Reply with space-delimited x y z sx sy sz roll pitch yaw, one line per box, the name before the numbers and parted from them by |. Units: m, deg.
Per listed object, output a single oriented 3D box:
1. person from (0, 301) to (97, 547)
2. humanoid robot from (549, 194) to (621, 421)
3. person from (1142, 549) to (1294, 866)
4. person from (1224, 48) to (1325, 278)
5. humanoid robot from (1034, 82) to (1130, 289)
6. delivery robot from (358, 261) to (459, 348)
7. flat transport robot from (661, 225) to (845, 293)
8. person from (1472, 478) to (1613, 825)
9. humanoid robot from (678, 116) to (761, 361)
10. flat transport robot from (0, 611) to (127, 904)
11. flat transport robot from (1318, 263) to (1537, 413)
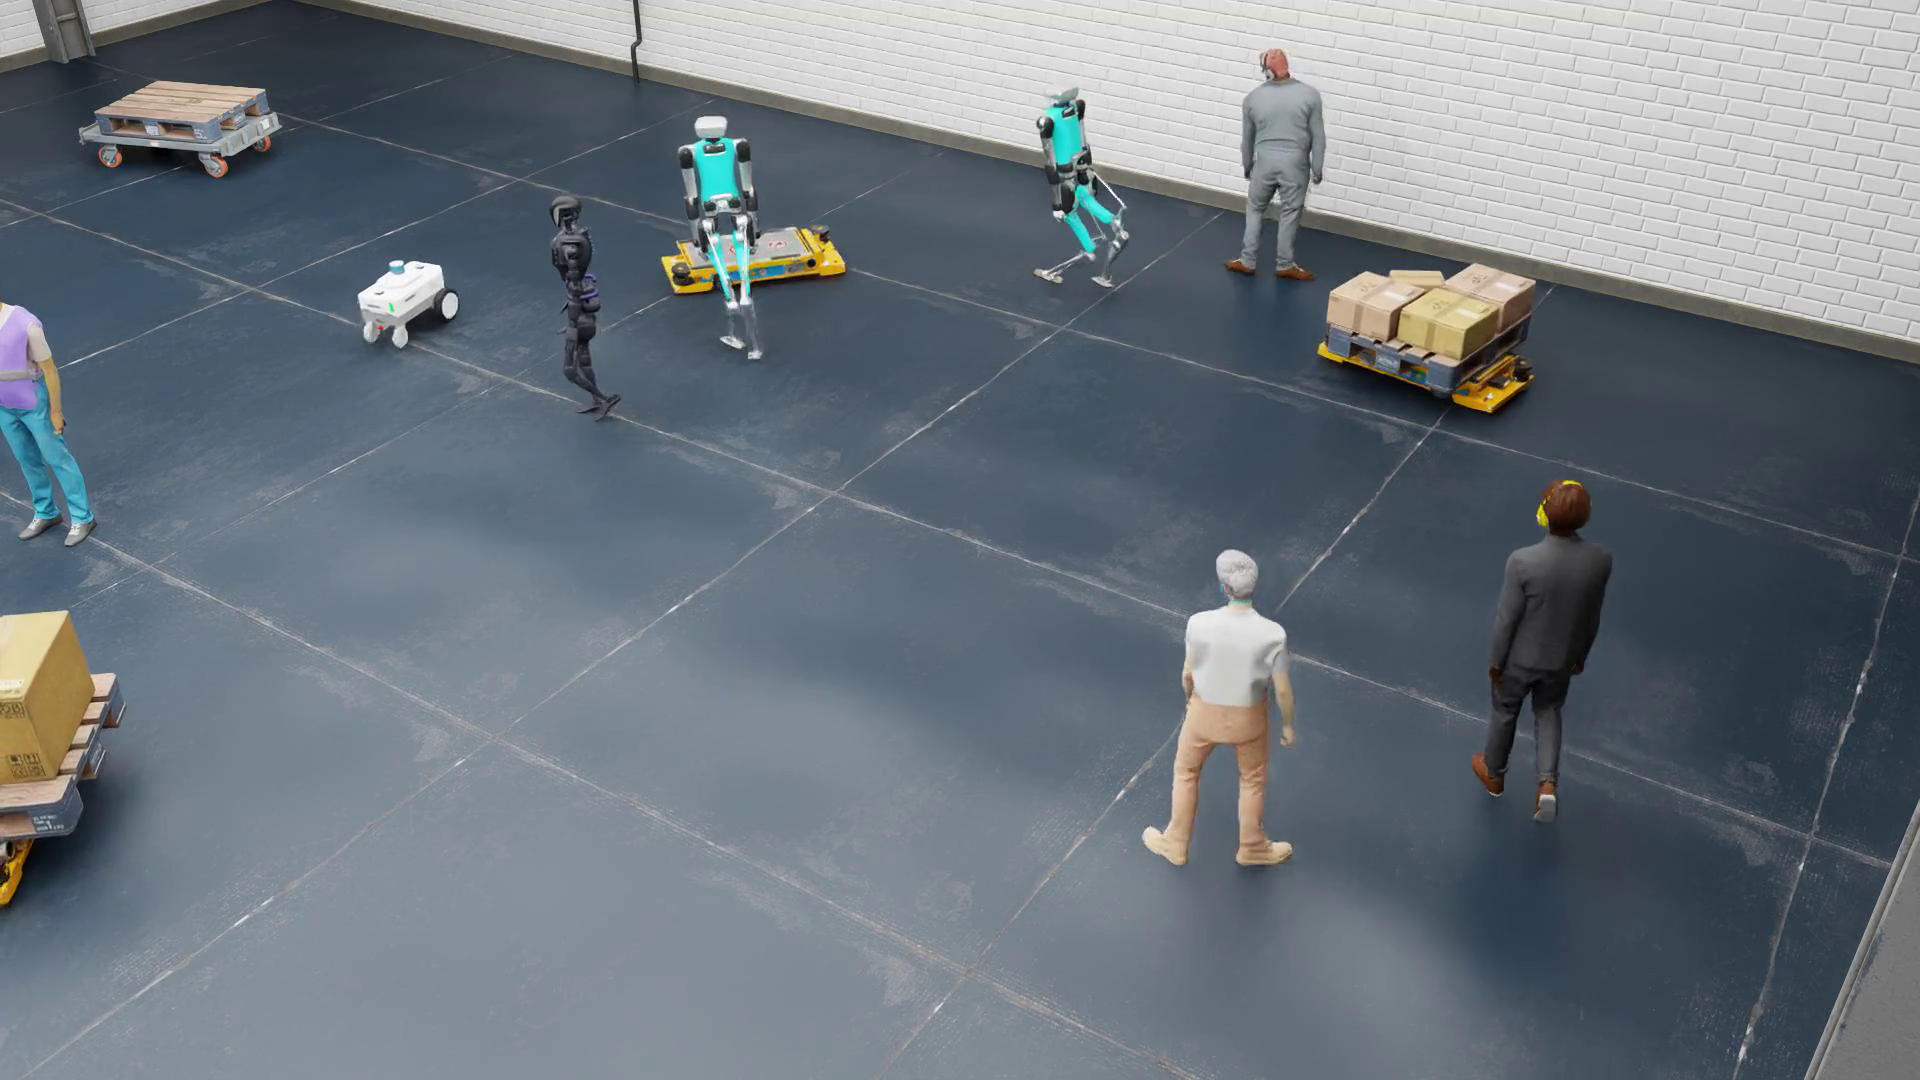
person | -5.679 -0.828 10.085 0.569 1.844 0.382 8 34 12
humanoid robot | -2.615 -1.602 11.444 0.376 1.642 0.584 -8 34 -12
person | 1.257 0.819 7.658 0.763 1.721 0.336 5 33 7
person | 2.621 -3.031 13.500 0.734 1.872 0.396 13 35 19
humanoid robot | 1.002 -2.678 13.063 0.953 1.734 0.577 23 39 31
delivery robot | -4.314 -1.878 12.908 0.499 0.587 0.789 11 34 17
flat transport robot | -1.734 -2.347 13.908 1.431 0.231 0.659 -10 34 -15
person | 2.767 0.551 7.928 0.508 1.858 0.603 1 33 1
humanoid robot | -1.714 -2.139 12.254 0.558 1.792 0.848 -6 33 -10
flat transport robot | -4.870 1.280 8.264 0.659 0.231 1.431 -5 33 -7
flat transport robot | 3.456 -1.345 12.348 1.431 0.231 0.659 26 41 35
